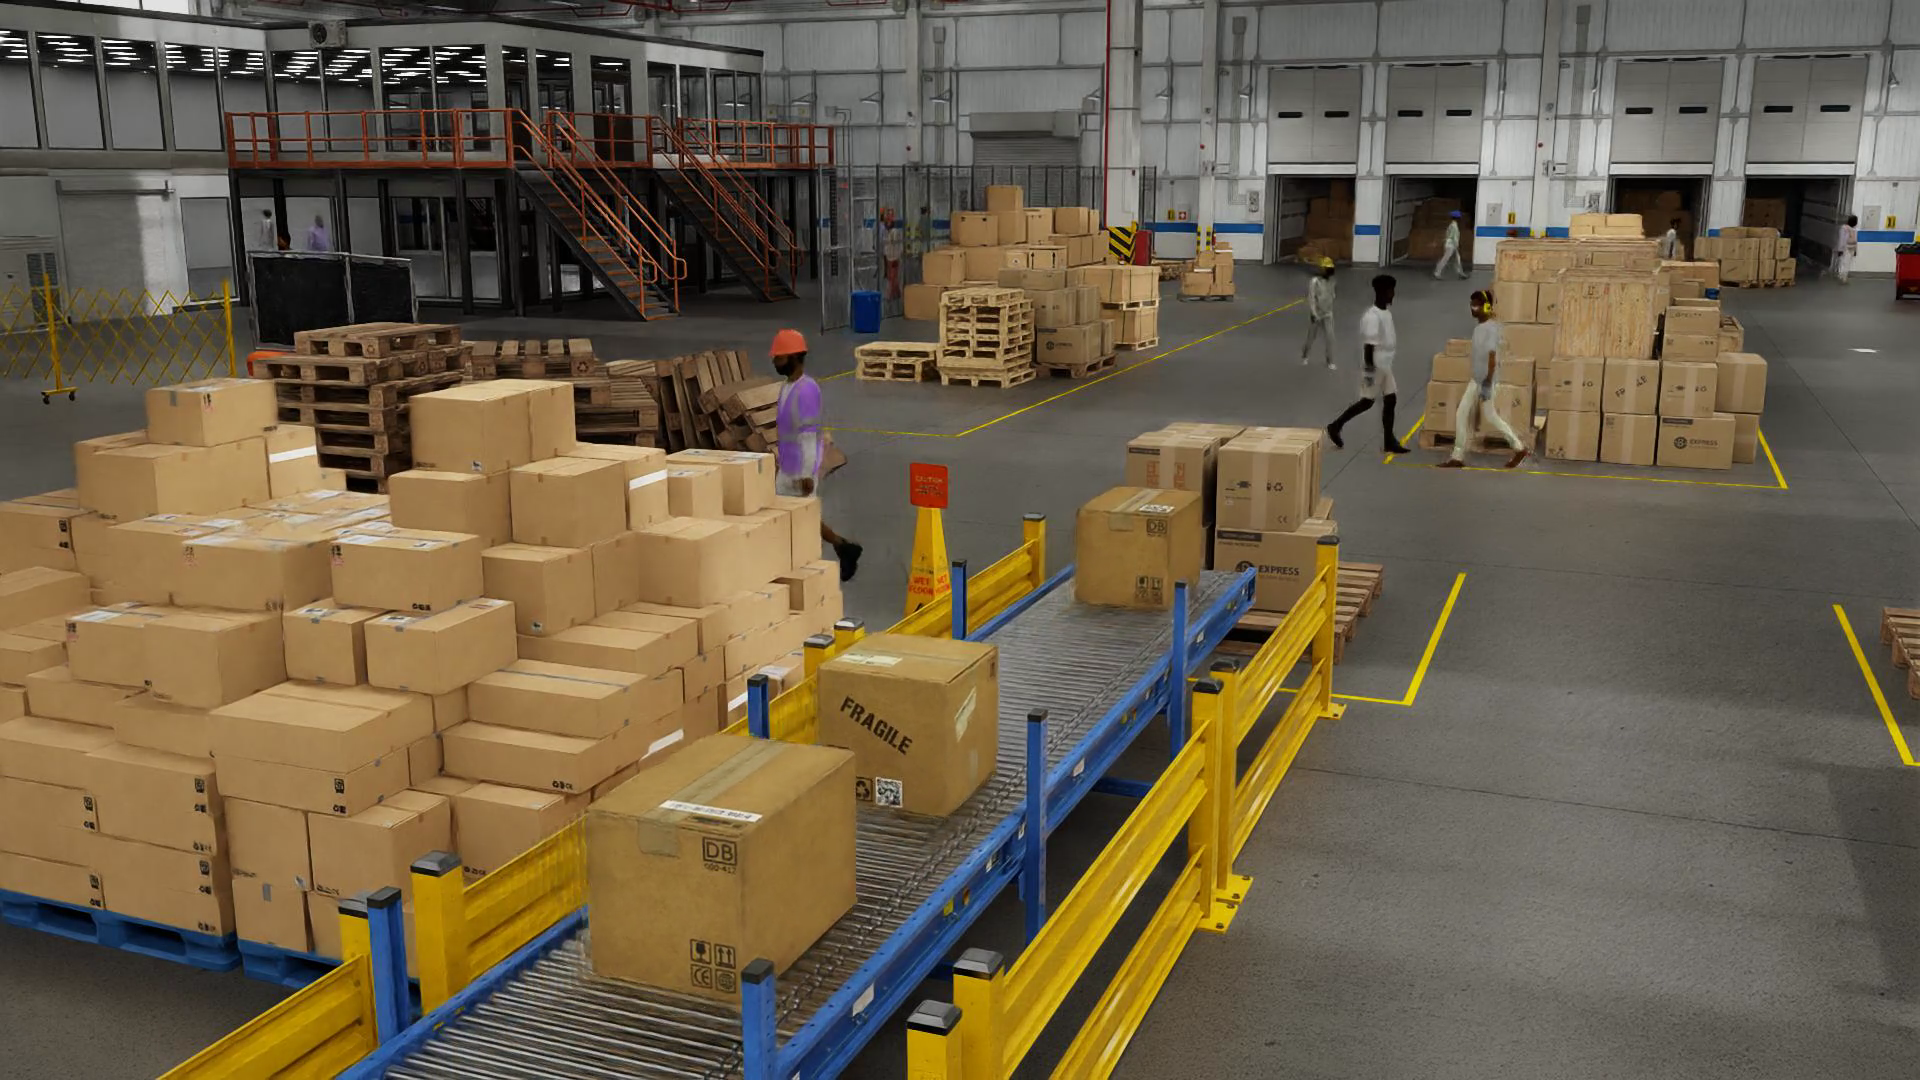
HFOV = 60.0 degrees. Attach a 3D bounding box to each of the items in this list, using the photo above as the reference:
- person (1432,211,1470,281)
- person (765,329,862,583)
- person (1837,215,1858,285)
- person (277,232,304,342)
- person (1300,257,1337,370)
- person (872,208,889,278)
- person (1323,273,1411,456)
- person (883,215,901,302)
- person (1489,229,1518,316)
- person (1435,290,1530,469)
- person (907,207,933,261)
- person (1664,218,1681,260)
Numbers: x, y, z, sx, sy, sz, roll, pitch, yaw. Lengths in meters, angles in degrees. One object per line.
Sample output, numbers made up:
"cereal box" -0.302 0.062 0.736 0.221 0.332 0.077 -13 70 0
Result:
"person" 13.416 -8.020 45.385 1.006 1.903 0.596 4 13 19
"person" -1.094 -0.554 11.858 0.653 1.912 0.553 -7 14 -29
"person" 23.328 -7.589 43.618 0.654 1.819 0.563 -8 15 -33
"person" -11.815 -4.454 29.338 0.391 1.920 0.587 -12 17 -43
"person" 5.510 -3.480 25.442 0.484 1.708 0.835 -3 13 -13
"person" -2.211 -8.338 46.720 0.544 1.939 0.354 3 13 14
"person" 4.387 -1.876 17.744 0.889 1.937 0.609 8 15 33
"person" -1.553 -6.459 38.173 0.401 1.992 0.643 -3 13 -13
"person" 10.928 -5.272 33.207 1.025 1.820 0.578 1 13 2
"person" 5.341 -1.609 16.801 0.897 1.832 0.524 -1 13 -7
"person" -1.250 -10.171 55.275 0.978 1.787 0.653 5 14 22
"person" 17.828 -7.159 41.704 0.971 1.823 0.540 1 13 5
